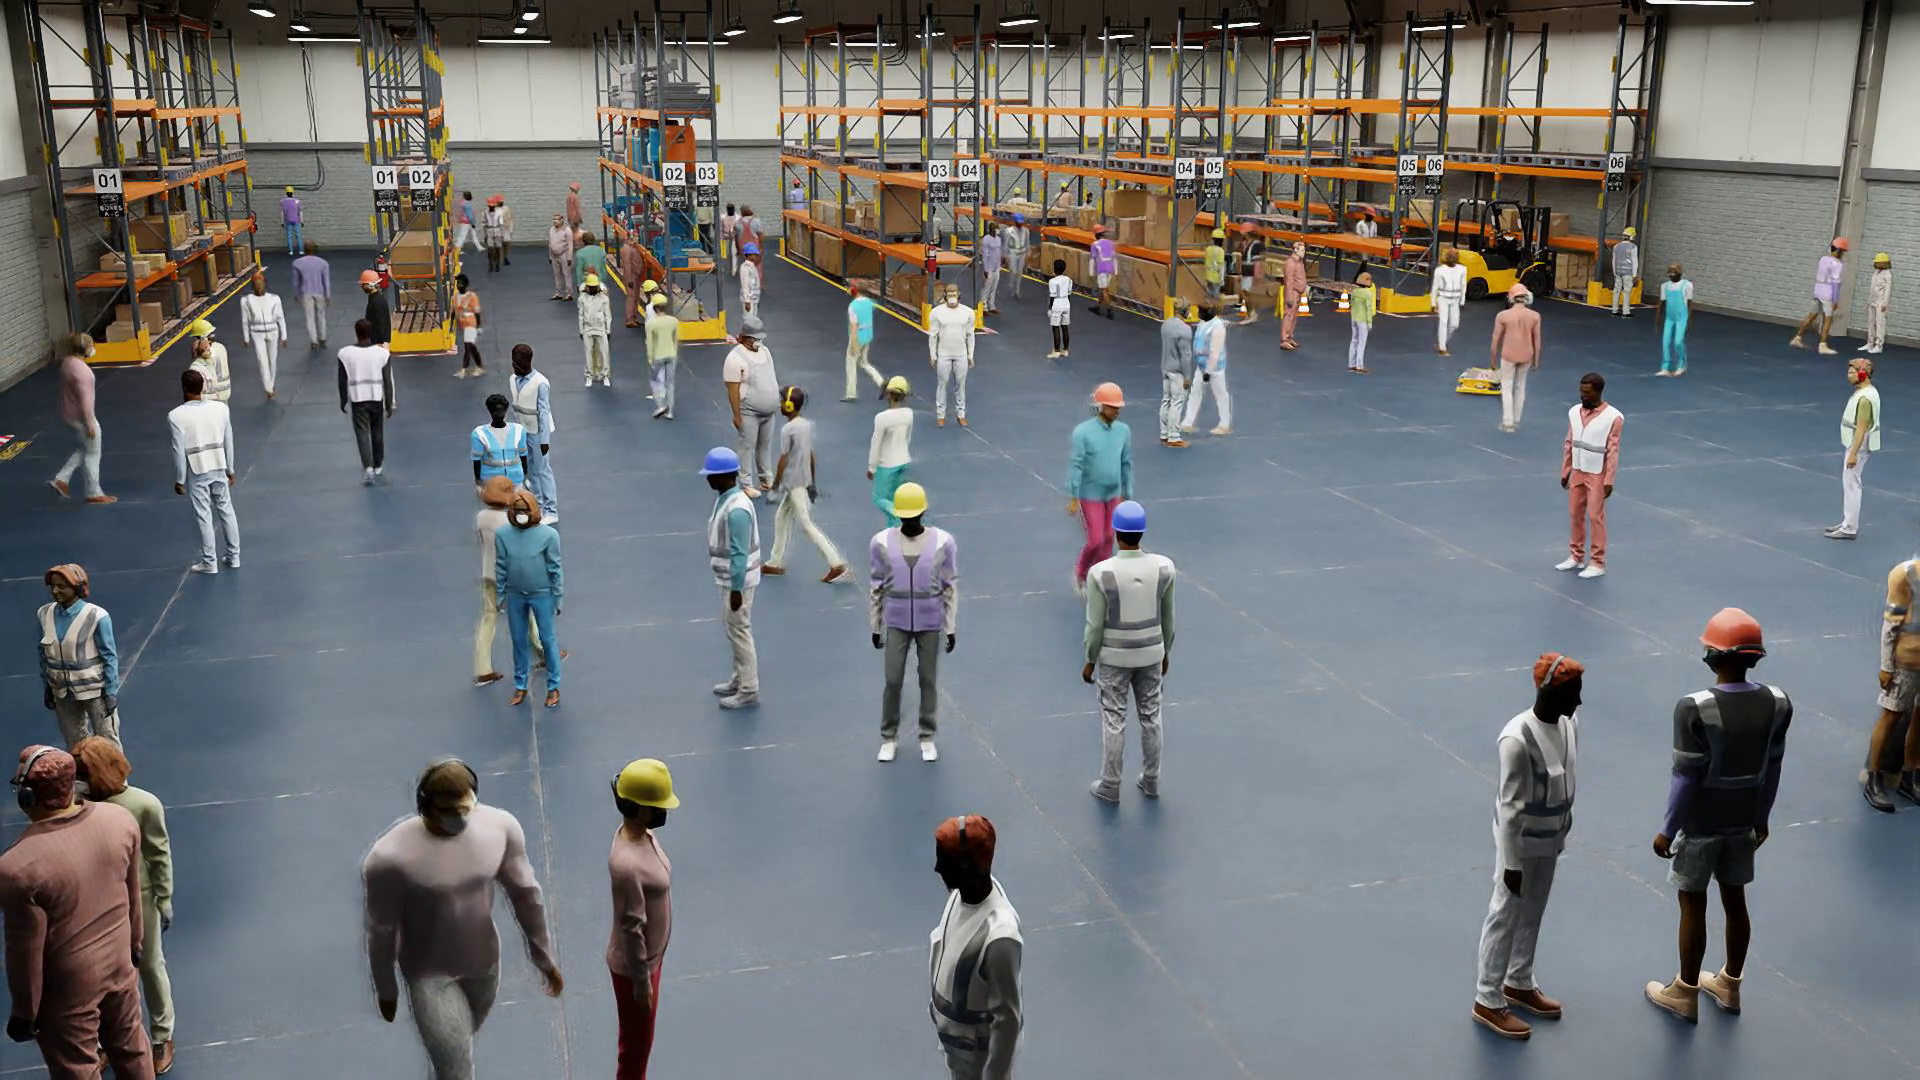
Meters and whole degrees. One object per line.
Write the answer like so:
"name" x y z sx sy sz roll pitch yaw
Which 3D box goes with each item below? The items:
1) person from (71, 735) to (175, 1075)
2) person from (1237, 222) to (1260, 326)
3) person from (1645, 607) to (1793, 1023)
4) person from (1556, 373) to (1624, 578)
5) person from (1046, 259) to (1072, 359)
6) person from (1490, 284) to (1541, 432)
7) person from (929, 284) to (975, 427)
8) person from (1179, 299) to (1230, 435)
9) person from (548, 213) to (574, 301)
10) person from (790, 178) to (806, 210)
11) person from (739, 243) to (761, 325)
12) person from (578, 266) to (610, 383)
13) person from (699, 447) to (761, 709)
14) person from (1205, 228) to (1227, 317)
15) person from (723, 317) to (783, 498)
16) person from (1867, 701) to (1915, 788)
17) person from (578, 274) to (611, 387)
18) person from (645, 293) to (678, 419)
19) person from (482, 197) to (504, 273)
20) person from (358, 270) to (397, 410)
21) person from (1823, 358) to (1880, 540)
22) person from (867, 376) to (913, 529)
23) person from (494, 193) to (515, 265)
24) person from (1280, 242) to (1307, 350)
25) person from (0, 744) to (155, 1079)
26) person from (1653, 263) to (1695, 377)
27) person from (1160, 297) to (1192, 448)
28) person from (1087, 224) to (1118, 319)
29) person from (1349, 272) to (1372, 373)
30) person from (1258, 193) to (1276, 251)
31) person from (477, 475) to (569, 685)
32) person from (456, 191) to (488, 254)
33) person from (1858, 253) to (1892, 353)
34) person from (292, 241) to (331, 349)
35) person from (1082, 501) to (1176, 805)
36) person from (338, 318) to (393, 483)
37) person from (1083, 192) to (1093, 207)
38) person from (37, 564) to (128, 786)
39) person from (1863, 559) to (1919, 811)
"person" -3.808 1.650 7.512 0.501 1.632 0.286 -1 15 -4
"person" 5.603 -5.179 32.459 0.443 2.026 0.652 -4 15 -16
"person" 3.610 1.315 7.985 0.615 2.040 0.391 -4 15 -15
"person" 5.879 -0.618 15.529 0.401 1.907 0.599 -8 17 -27
"person" 1.694 -3.948 28.452 0.317 1.696 0.538 14 20 42
"person" 7.451 -2.447 22.324 0.628 1.965 0.711 -1 15 -2
"person" -0.107 -2.492 22.511 0.635 1.939 0.367 -2 15 -8
"person" 3.208 -2.264 21.901 0.876 1.801 0.664 -4 15 -15
"person" -8.803 -6.226 36.623 0.643 1.909 0.410 8 17 27
"person" -5.071 -10.338 52.027 0.545 1.942 0.350 -9 17 -30
"person" -3.611 -4.144 28.704 0.389 1.949 0.603 2 15 7
"person" -5.697 -3.403 26.165 0.584 1.825 0.569 11 18 36
"person" -1.662 0.268 12.133 0.422 1.934 0.621 -4 15 -16
"person" 4.952 -5.062 32.213 0.385 1.929 0.591 -6 16 -21
"person" -2.278 -1.495 18.561 0.535 2.000 0.683 9 18 32
"person" 6.405 0.623 10.592 1.038 2.000 0.701 3 15 10
"person" -5.636 -3.232 25.691 0.486 1.738 0.321 -2 15 -8
"person" -4.128 -2.538 23.043 0.530 1.750 0.390 -10 18 -33
"person" -11.915 -7.776 42.459 0.545 1.898 0.815 -3 15 -11
"person" -8.327 -2.853 23.759 0.397 1.992 0.622 -6 16 -22
"person" 9.056 -0.917 16.795 0.407 1.831 0.576 7 16 25
"person" -0.649 -0.744 16.328 0.575 1.733 0.547 13 20 40
"person" -12.219 -8.290 44.387 0.479 1.918 0.567 14 21 43
"person" 5.940 -4.327 29.509 0.397 1.898 0.636 7 16 24
"person" -3.566 1.729 6.689 0.408 1.909 0.638 5 16 17
"person" 11.438 -3.510 26.563 0.633 1.830 0.582 -10 18 -34
"person" 2.760 -2.124 21.156 0.388 1.930 0.631 -6 16 -21
"person" 2.919 -5.450 33.760 0.587 1.874 1.021 -8 17 -29
"person" 6.512 -3.527 27.006 0.287 1.629 0.501 -6 16 -22
"person" 8.980 -9.311 48.626 0.631 1.693 0.823 -4 15 -14
"person" -3.440 0.280 12.735 0.510 1.589 0.767 10 18 33
"person" -14.080 -9.082 47.608 0.973 1.788 0.647 -6 16 -21
"person" 16.085 -4.162 29.172 0.325 1.740 0.493 0 15 -1
"person" -11.545 -4.374 29.690 0.631 1.904 0.992 -6 16 -23
"person" 1.057 0.710 10.439 0.602 1.949 0.393 -4 15 -16
"person" -6.906 -1.637 19.392 0.589 1.888 0.925 -7 16 -25
"person" 3.495 -8.600 45.636 0.319 1.865 0.521 7 16 24
"person" -5.375 0.934 10.184 0.514 1.645 0.309 3 15 10
"person" 5.989 0.748 10.325 0.547 1.934 0.376 -1 15 -5
